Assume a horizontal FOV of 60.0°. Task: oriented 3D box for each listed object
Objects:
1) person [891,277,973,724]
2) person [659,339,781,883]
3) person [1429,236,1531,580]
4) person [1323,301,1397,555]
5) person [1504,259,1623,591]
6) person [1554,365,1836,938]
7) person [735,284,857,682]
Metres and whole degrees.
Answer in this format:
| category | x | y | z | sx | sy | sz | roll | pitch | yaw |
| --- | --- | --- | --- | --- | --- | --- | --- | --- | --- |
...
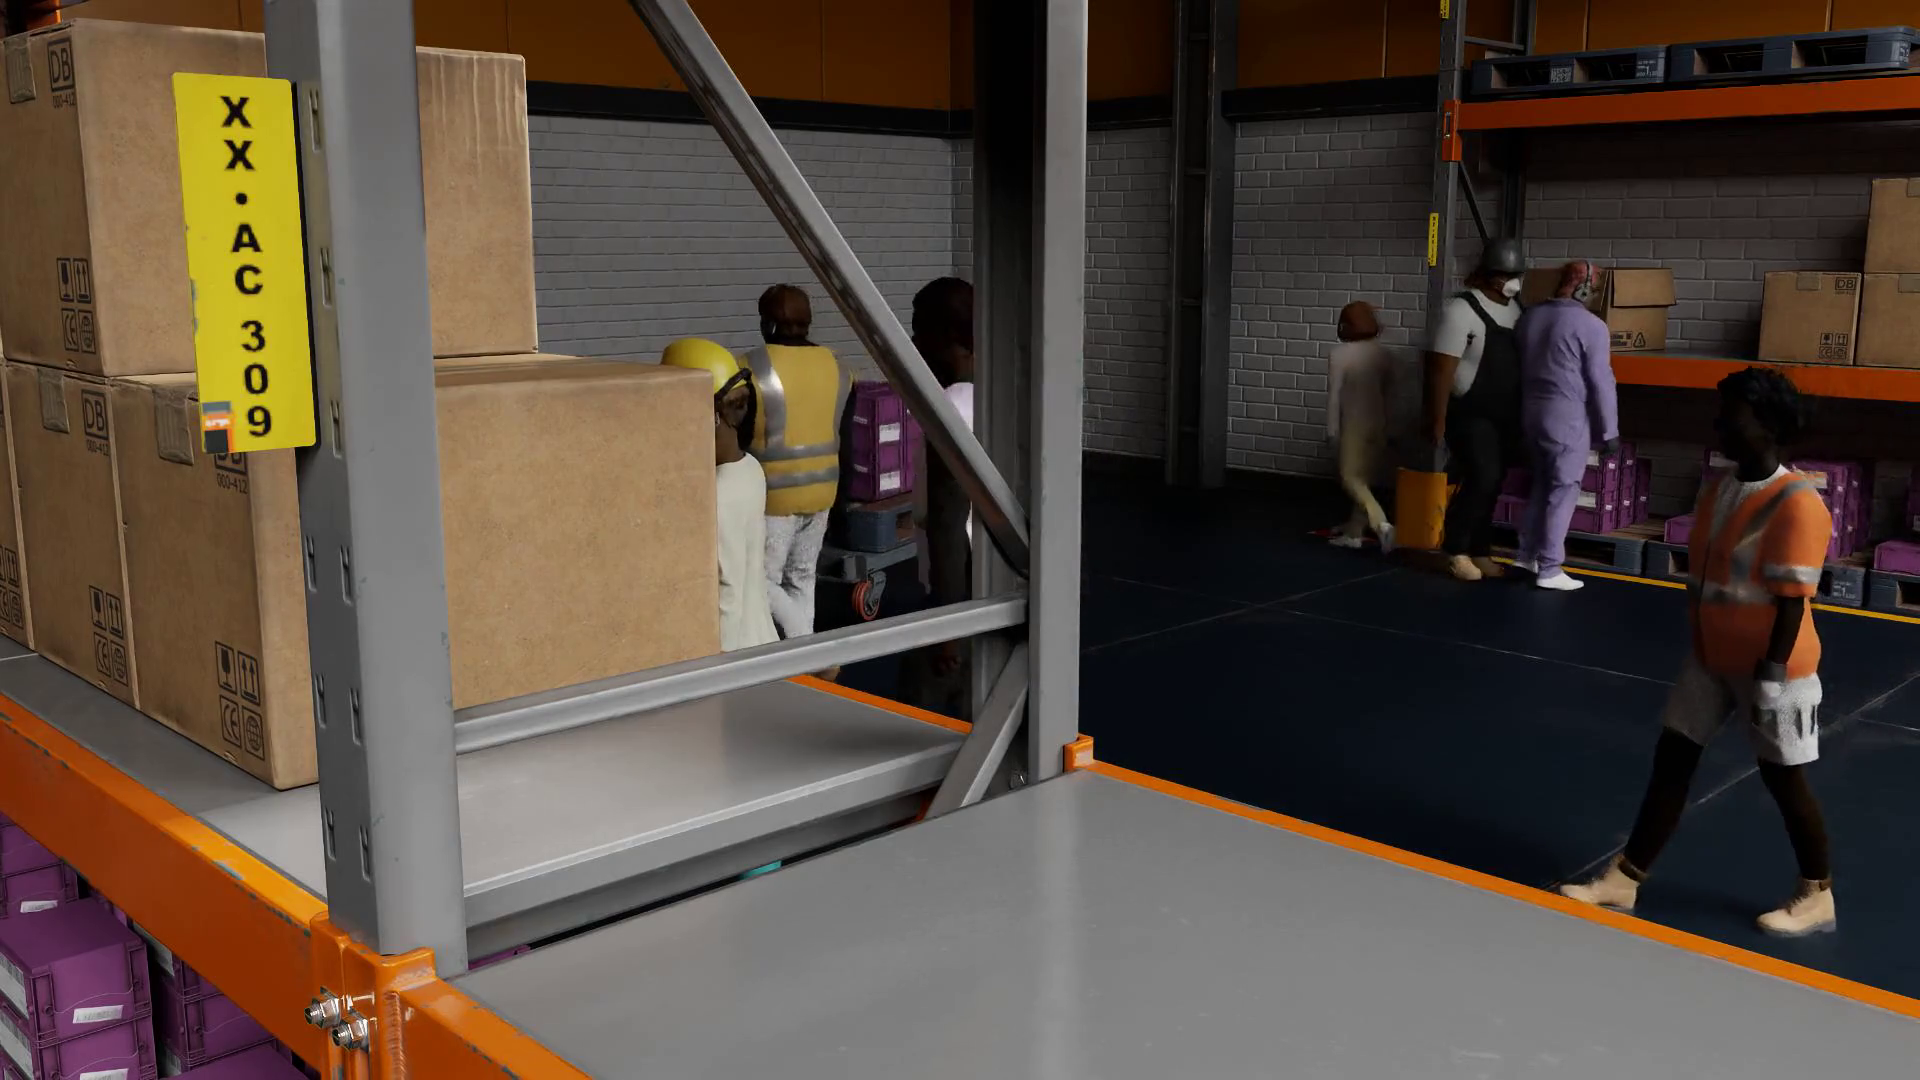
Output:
| category | x | y | z | sx | sy | sz | roll | pitch | yaw |
| --- | --- | --- | --- | --- | --- | --- | --- | --- | --- |
| person | 0.017 | 0.167 | 5.017 | 0.468 | 1.899 | 0.604 | 3 | 11 | 15 |
| person | -0.640 | 0.351 | 4.407 | 0.328 | 1.759 | 0.524 | 0 | 10 | 0 |
| person | 3.096 | -0.768 | 9.733 | 0.714 | 2.000 | 0.543 | -7 | 13 | -35 |
| person | 2.584 | -0.695 | 10.509 | 0.508 | 1.611 | 0.646 | -6 | 12 | -29 |
| person | 3.421 | -0.646 | 9.476 | 0.408 | 1.888 | 0.695 | -4 | 11 | -23 |
| person | 2.197 | 0.335 | 4.767 | 0.792 | 1.654 | 0.546 | -1 | 10 | -8 |
| person | -0.694 | -0.158 | 7.004 | 0.635 | 1.825 | 0.635 | -9 | 14 | -42 |
